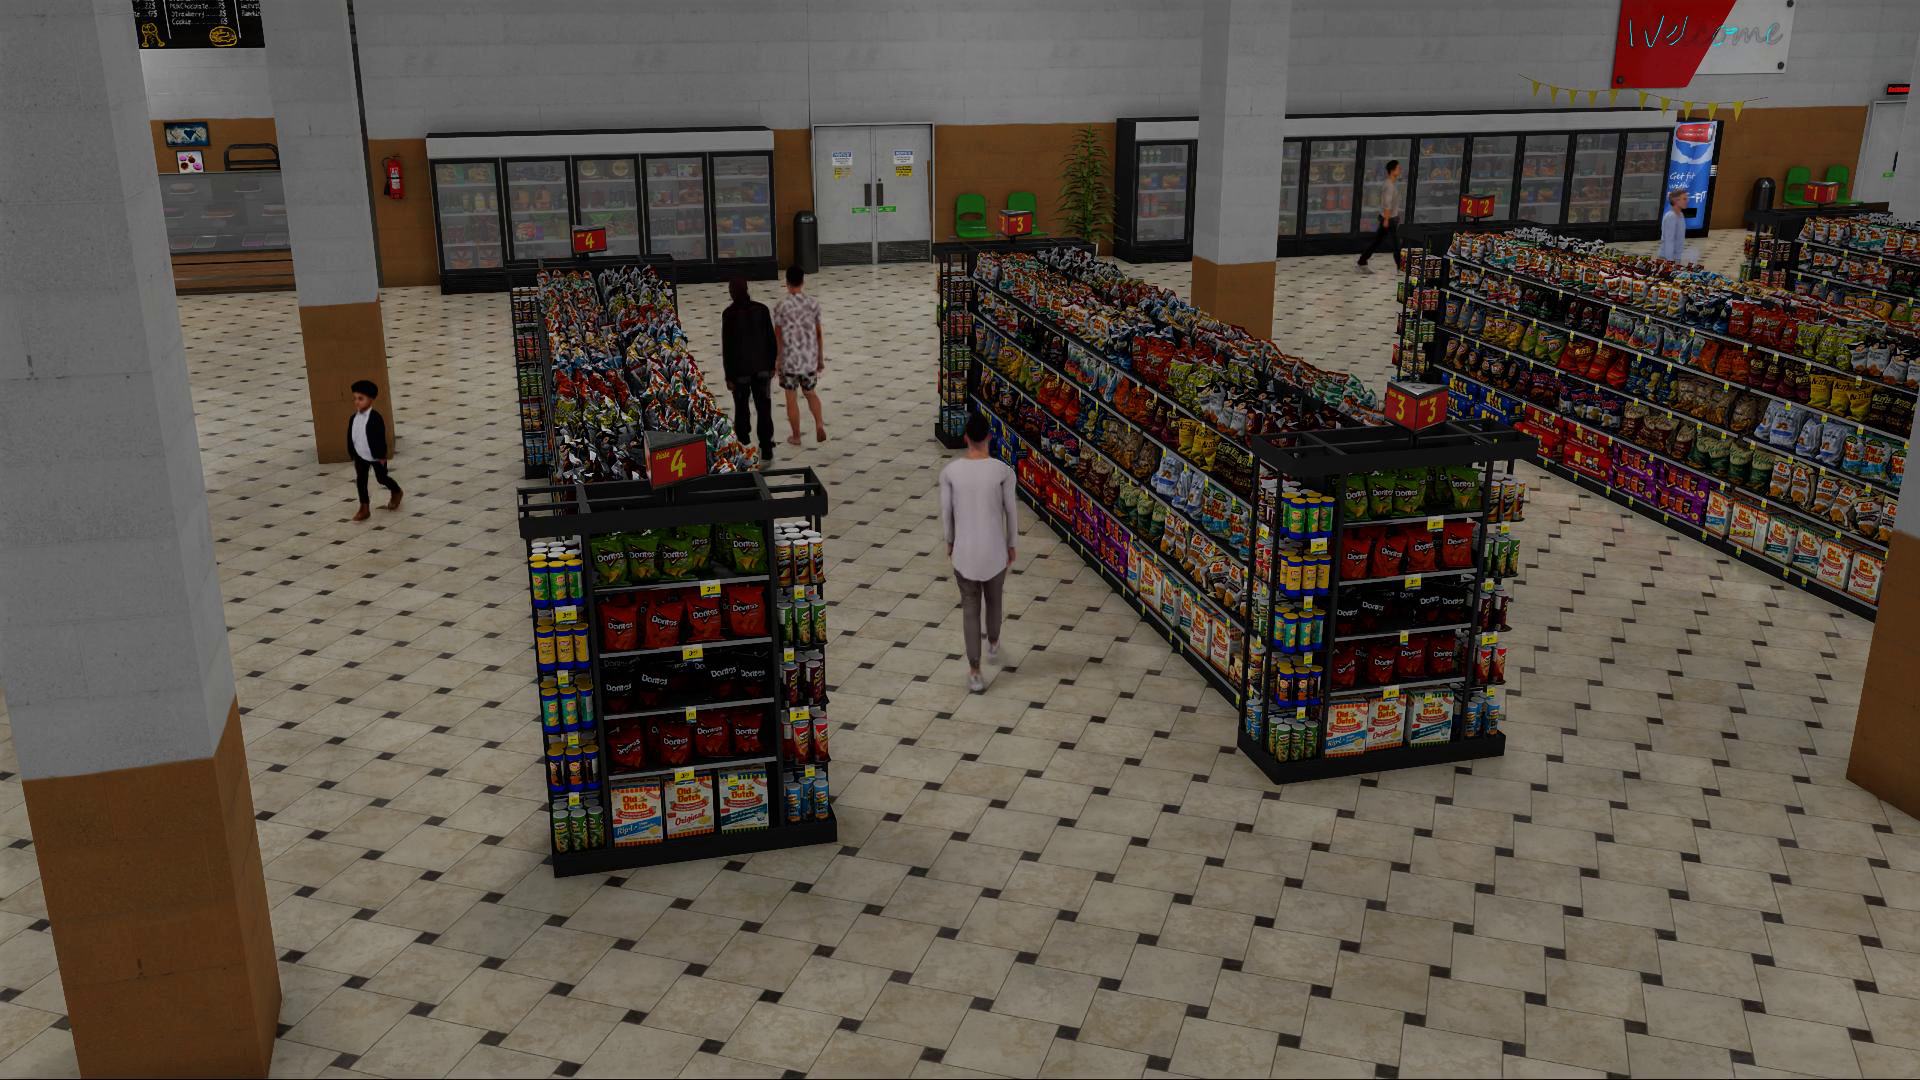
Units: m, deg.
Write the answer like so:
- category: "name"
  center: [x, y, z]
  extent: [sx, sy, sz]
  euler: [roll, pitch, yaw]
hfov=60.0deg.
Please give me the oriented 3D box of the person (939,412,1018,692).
- category: "person"
  center: [0.135, 0.107, 10.942]
  extent: [0.840, 1.797, 1.088]
  euler: [1, 19, 2]

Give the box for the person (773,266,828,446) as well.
- category: "person"
  center: [-1.580, -1.798, 16.587]
  extent: [0.754, 1.801, 0.863]
  euler: [-9, 21, -25]

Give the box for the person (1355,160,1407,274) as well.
- category: "person"
  center: [6.713, -5.108, 26.444]
  extent: [0.966, 1.775, 1.177]
  euler: [2, 19, 5]

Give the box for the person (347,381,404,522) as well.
- category: "person"
  center: [-5.126, -0.797, 14.544]
  extent: [0.773, 1.208, 0.903]
  euler: [6, 20, 17]

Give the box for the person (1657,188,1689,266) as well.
- category: "person"
  center: [9.471, -3.743, 22.208]
  extent: [0.792, 1.893, 0.752]
  euler: [13, 22, 33]

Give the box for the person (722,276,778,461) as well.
- category: "person"
  center: [-2.010, -1.617, 16.106]
  extent: [0.747, 1.765, 1.246]
  euler: [-5, 19, -15]
